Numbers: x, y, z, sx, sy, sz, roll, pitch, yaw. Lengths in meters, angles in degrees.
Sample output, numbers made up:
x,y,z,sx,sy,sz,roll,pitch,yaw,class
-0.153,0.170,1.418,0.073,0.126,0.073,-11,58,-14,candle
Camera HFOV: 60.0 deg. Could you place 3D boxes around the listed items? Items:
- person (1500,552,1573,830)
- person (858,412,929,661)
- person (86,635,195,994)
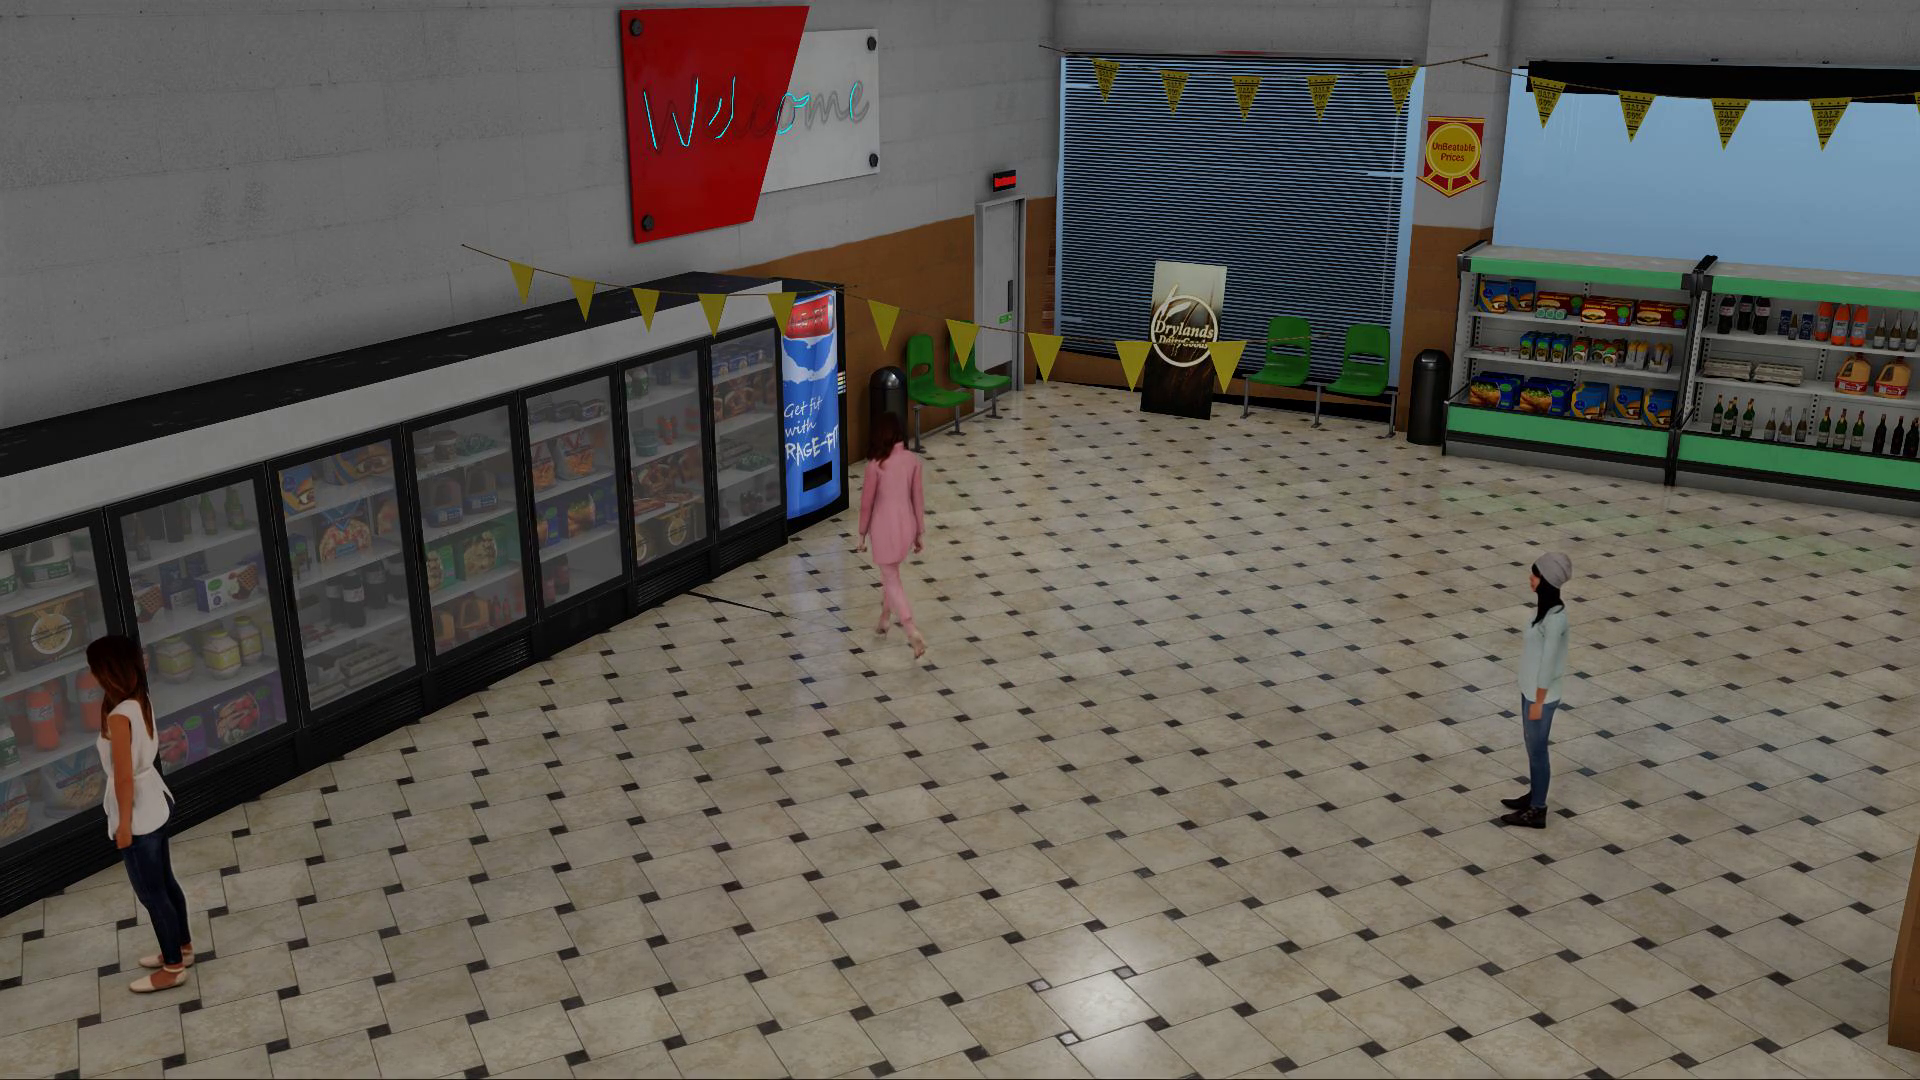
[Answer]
x,y,z,sx,sy,sz,roll,pitch,yaw,class
3.316,0.848,9.485,0.593,1.646,0.615,4,19,10,person
-0.438,0.010,11.787,1.054,1.763,1.226,-9,21,-24,person
-3.885,1.297,7.941,0.730,1.782,0.663,-6,19,-16,person
